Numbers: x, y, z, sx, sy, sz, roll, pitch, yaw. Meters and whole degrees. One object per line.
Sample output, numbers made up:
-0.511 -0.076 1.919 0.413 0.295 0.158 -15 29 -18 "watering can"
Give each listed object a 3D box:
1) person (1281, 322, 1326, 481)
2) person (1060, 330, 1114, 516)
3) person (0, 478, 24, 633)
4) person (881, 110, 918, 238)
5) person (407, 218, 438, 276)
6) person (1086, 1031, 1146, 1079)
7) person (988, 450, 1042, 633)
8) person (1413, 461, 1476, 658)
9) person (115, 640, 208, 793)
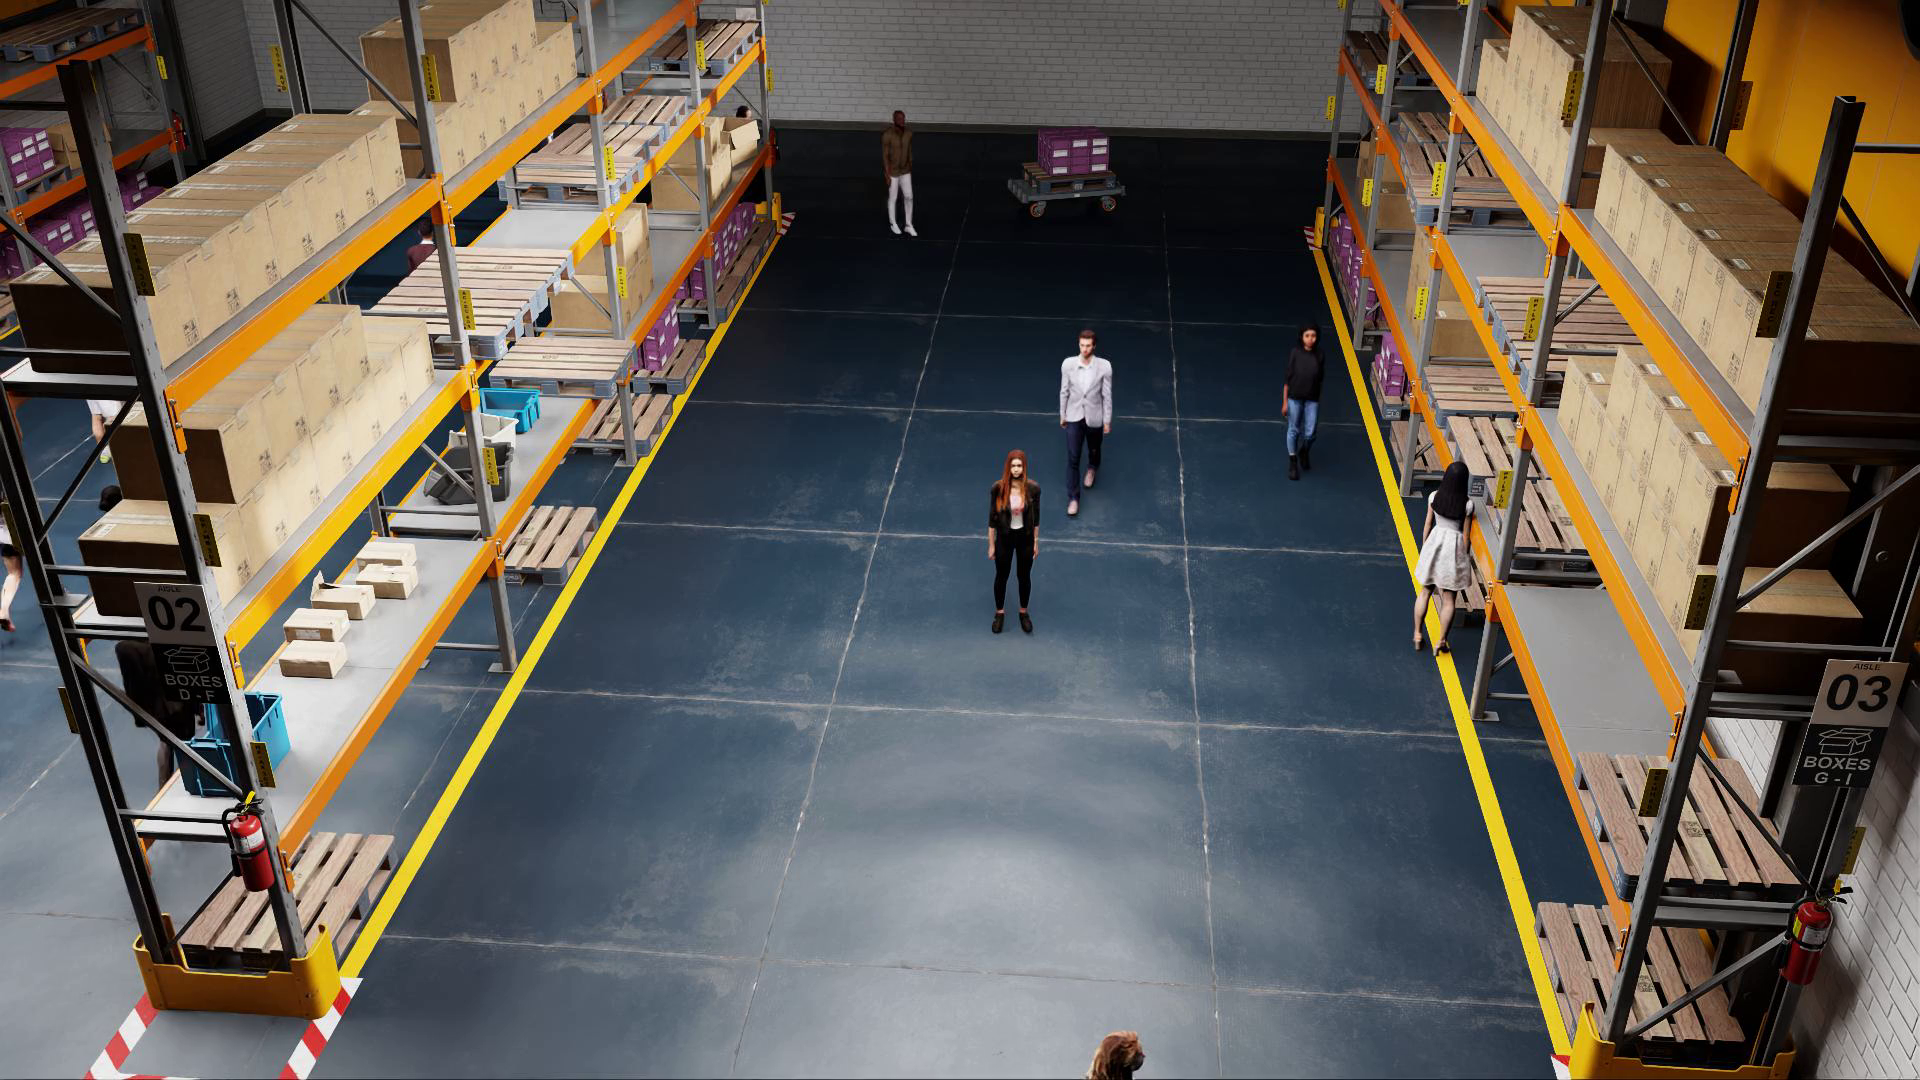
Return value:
3.514 -1.462 17.145 0.557 1.689 0.614 2 29 3 "person"
1.271 -1.250 16.622 0.743 1.819 1.214 5 29 9 "person"
-8.238 0.015 14.442 0.601 1.684 0.969 4 29 7 "person"
-0.948 -5.342 24.138 0.922 1.804 0.978 -13 31 -23 "person"
-6.168 -2.802 19.433 0.752 1.851 0.702 9 30 16 "person"
0.786 3.201 8.560 0.770 1.725 0.646 -11 31 -20 "person"
0.474 -0.009 14.457 0.623 1.713 0.557 -1 29 -2 "person"
4.109 0.154 14.100 0.776 1.769 0.801 19 34 31 "person"
-5.767 1.283 12.010 0.686 1.789 0.708 1 29 1 "person"
